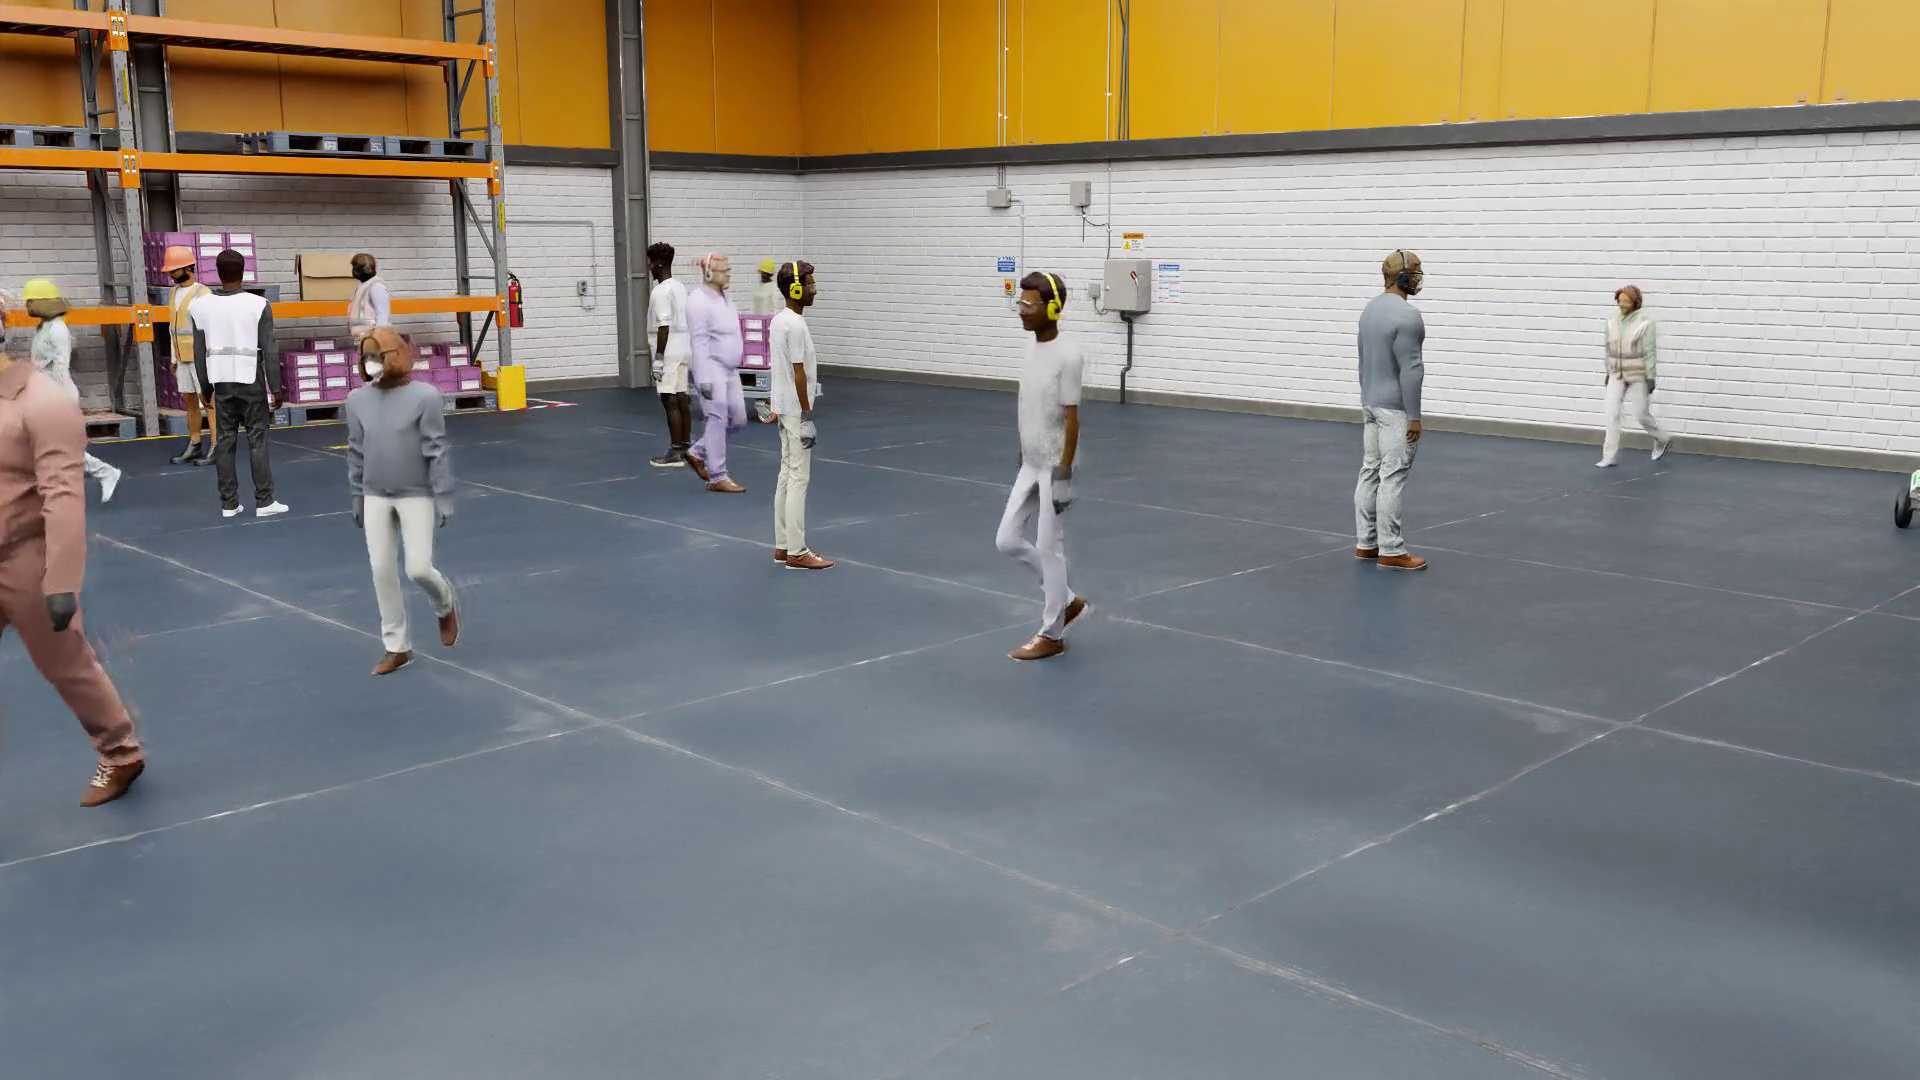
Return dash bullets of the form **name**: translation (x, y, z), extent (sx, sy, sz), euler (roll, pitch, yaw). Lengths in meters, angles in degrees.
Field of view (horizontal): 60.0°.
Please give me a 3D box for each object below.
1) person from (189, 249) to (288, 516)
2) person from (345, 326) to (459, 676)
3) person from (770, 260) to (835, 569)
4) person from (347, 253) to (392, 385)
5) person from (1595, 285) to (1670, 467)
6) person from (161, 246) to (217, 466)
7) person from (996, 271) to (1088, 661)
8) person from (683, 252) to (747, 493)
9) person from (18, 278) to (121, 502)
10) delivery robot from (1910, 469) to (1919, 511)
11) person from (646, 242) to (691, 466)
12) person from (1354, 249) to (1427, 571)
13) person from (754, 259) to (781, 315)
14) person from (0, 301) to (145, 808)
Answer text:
- **person**: translation (-5.186, -1.119, 11.969), extent (0.597, 1.921, 0.382), euler (0, 10, 1)
- **person**: translation (-2.596, -0.194, 7.761), extent (0.513, 1.613, 0.451), euler (2, 11, 10)
- **person**: translation (-0.983, -0.751, 10.138), extent (0.328, 1.861, 0.513), euler (-4, 11, -21)
- **person**: translation (-6.128, -2.051, 17.280), extent (0.429, 1.839, 0.633), euler (-7, 13, -34)
- **person**: translation (5.938, -1.441, 14.605), extent (0.737, 1.605, 0.542), euler (-7, 12, -33)
- **person**: translation (-6.767, -1.610, 14.634), extent (0.542, 1.927, 0.382), euler (6, 12, 29)
- **person**: translation (0.388, -0.341, 7.907), extent (0.402, 1.856, 0.555), euler (-5, 12, -27)
- **person**: translation (-1.954, -1.311, 13.105), extent (0.514, 1.891, 0.648), euler (4, 11, 18)
- **person**: translation (-6.442, -1.021, 11.979), extent (0.577, 1.729, 0.489), euler (-9, 13, -39)
- **delivery robot**: translation (6.862, -0.404, 11.546), extent (0.477, 0.478, 0.707), euler (9, 14, 40)
- **person**: translation (-2.563, -1.628, 14.629), extent (0.363, 1.962, 0.612), euler (2, 11, 11)
- **person**: translation (2.625, -0.784, 10.098), extent (0.368, 1.939, 0.632), euler (-3, 11, -14)
- **person**: translation (-2.589, -2.841, 21.913), extent (0.339, 1.720, 0.683), euler (-9, 13, -39)
- **person**: translation (-3.196, 0.082, 5.602), extent (0.659, 1.865, 0.977), euler (2, 11, 12)
